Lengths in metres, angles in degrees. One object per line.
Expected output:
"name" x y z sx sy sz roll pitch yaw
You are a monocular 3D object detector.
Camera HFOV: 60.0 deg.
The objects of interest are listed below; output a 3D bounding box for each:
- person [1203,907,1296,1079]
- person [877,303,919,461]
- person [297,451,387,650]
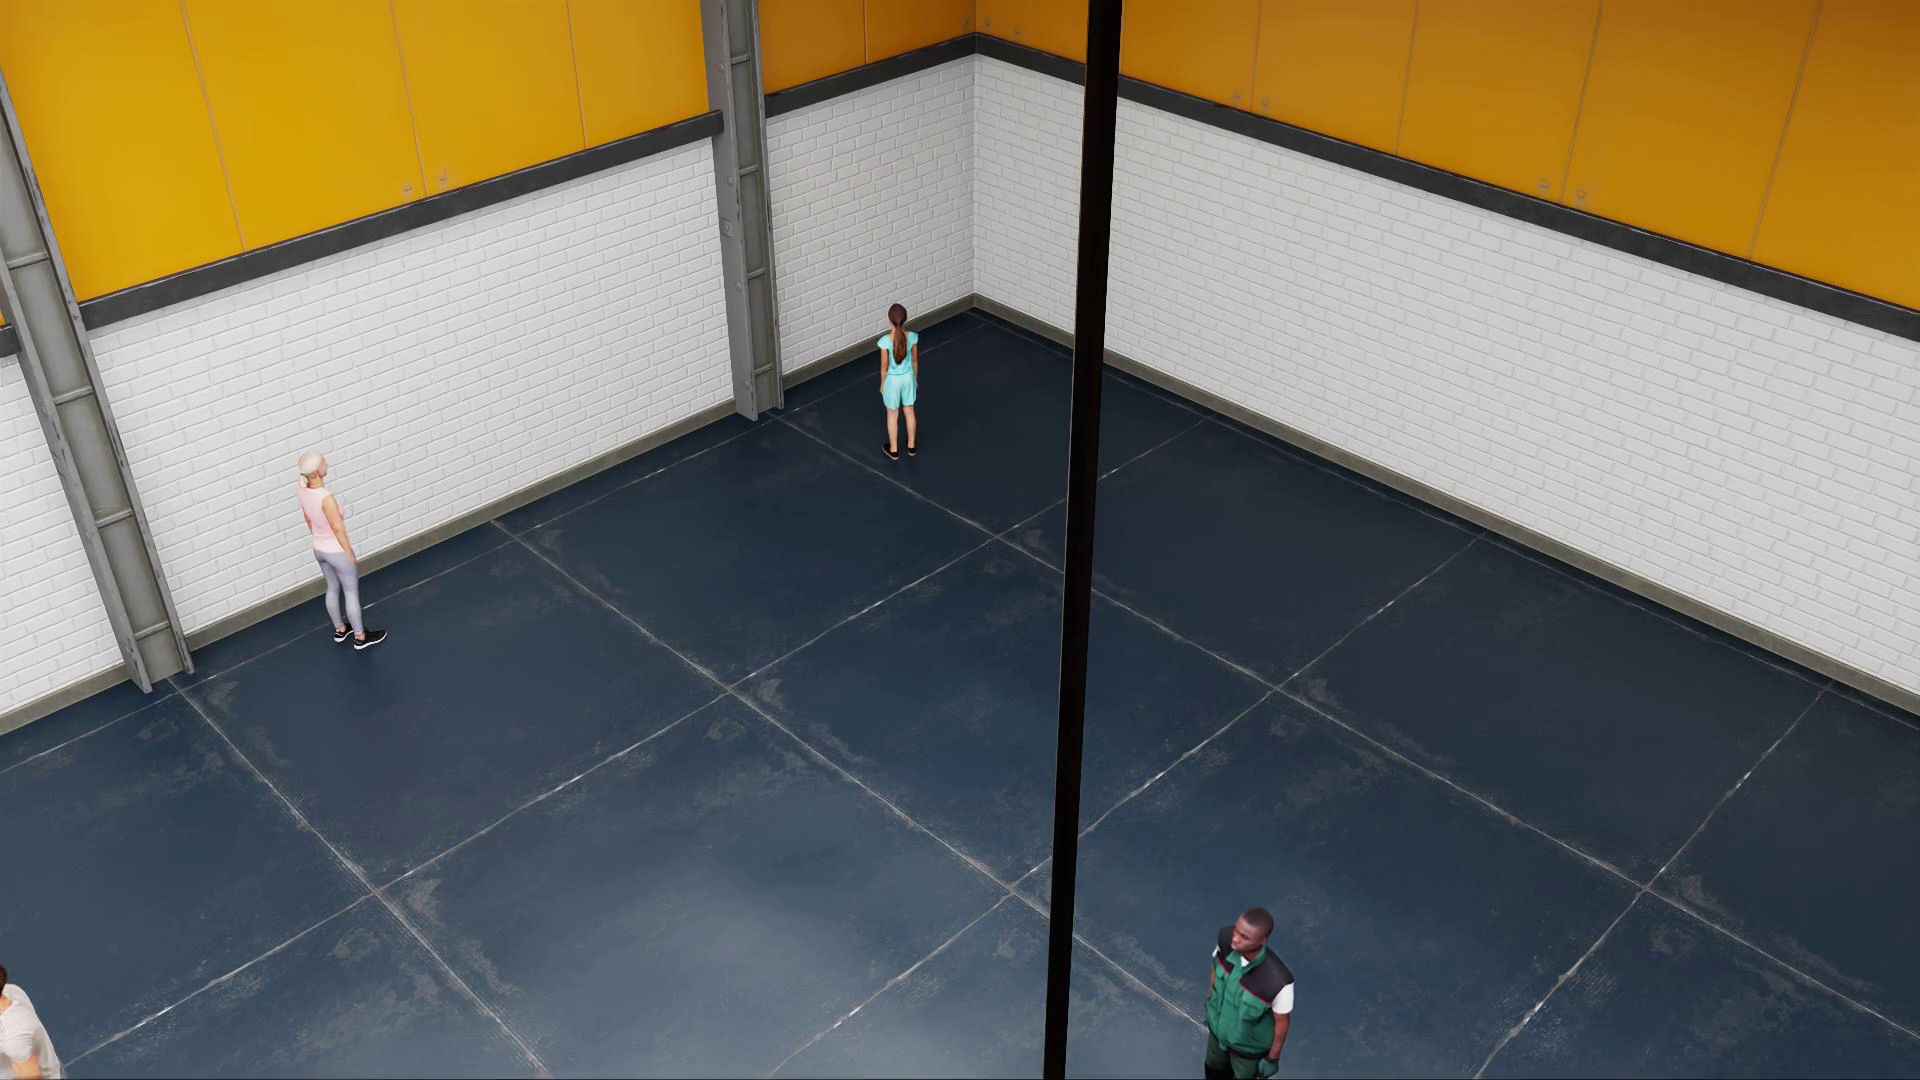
"person" 1.517 2.636 8.930 0.650 1.839 0.715 -22 40 -30
"person" -0.563 -1.476 15.370 0.598 1.558 0.690 -12 36 -18
"person" -4.865 0.076 12.893 0.600 1.717 0.583 20 38 27
